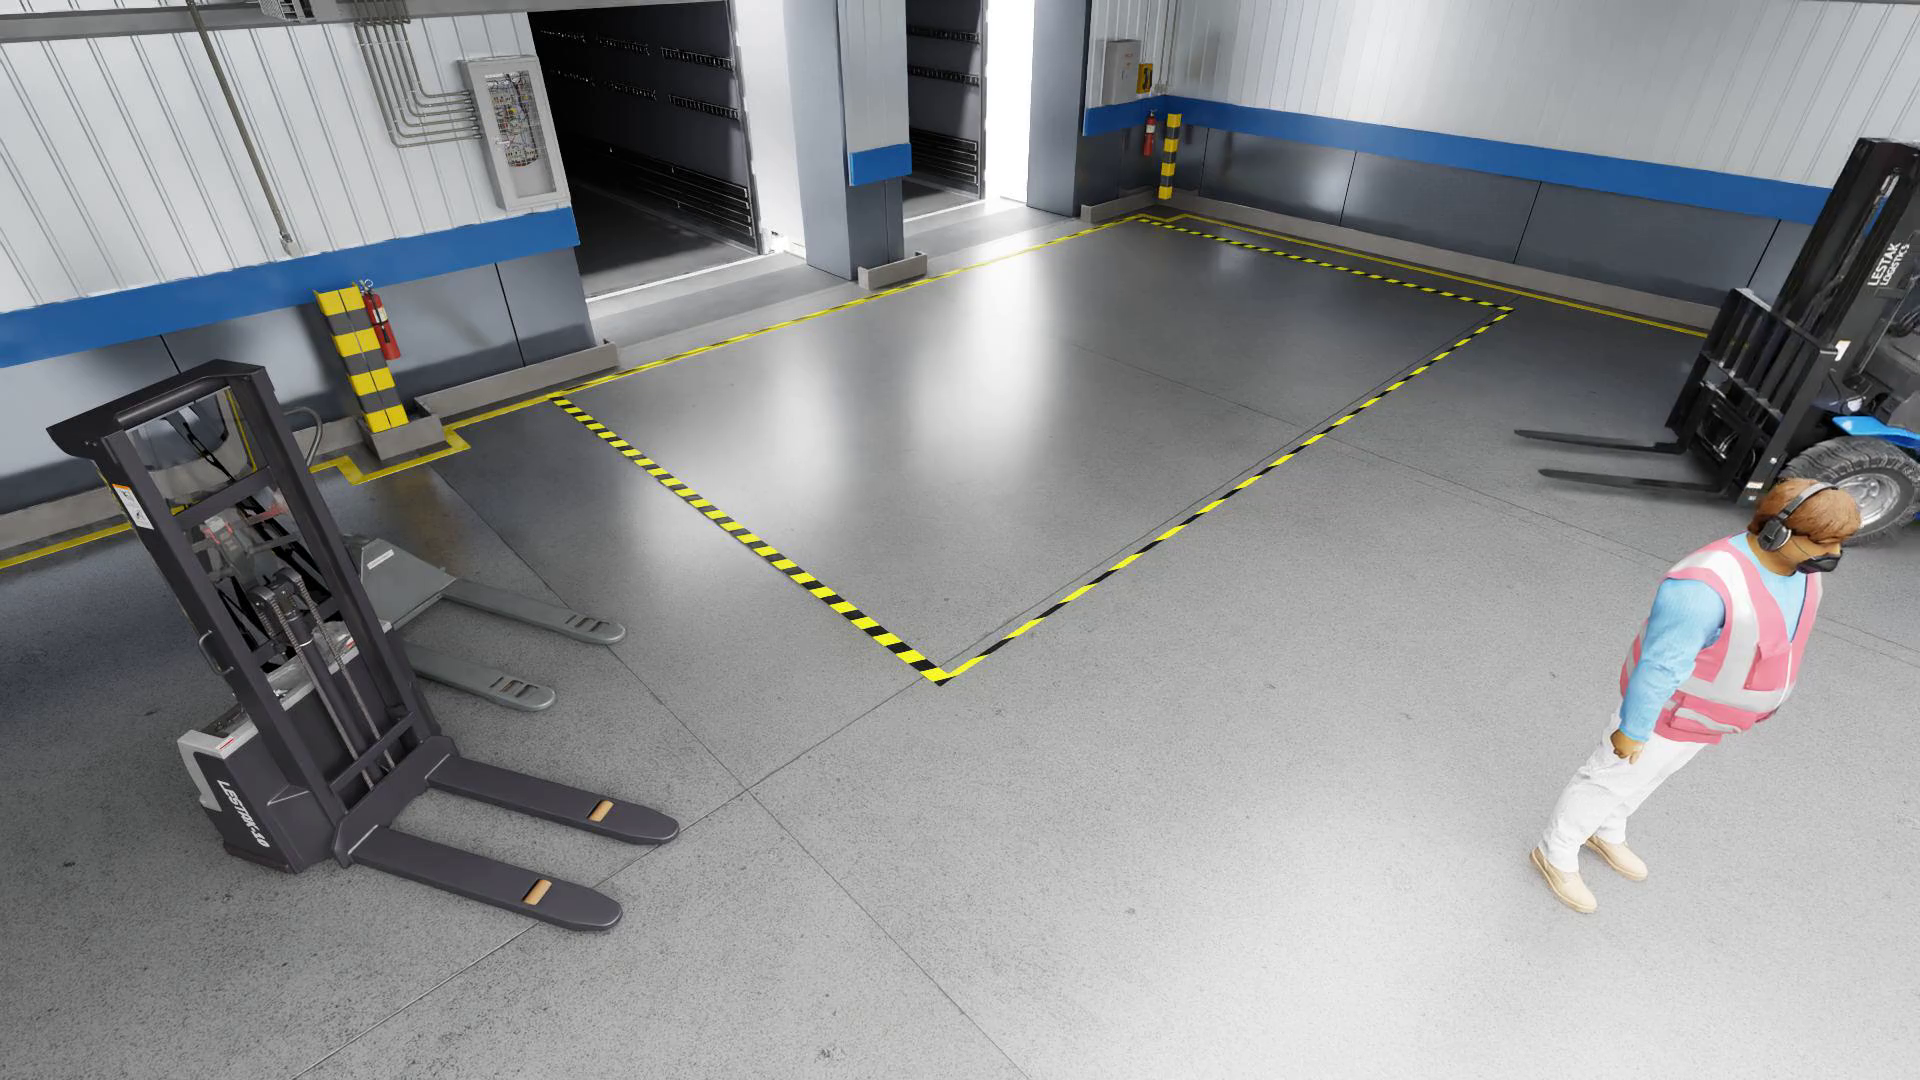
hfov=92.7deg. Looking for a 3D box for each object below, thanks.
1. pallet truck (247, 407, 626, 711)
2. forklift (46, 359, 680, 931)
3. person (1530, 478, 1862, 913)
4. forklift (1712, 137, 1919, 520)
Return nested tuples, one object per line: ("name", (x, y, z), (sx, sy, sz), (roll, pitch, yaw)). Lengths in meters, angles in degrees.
("pallet truck", (-2.628, 0.038, 4.590), (1.601, 1.201, 0.680), (12, 36, 18))
("forklift", (-2.135, 0.422, 3.354), (1.885, 1.965, 0.823), (10, 35, 14))
("person", (2.569, 0.589, 3.245), (0.633, 1.841, 0.429), (-15, 37, -21))
("forklift", (6.280, -1.174, 5.384), (2.680, 2.036, 1.157), (7, 35, 10))
